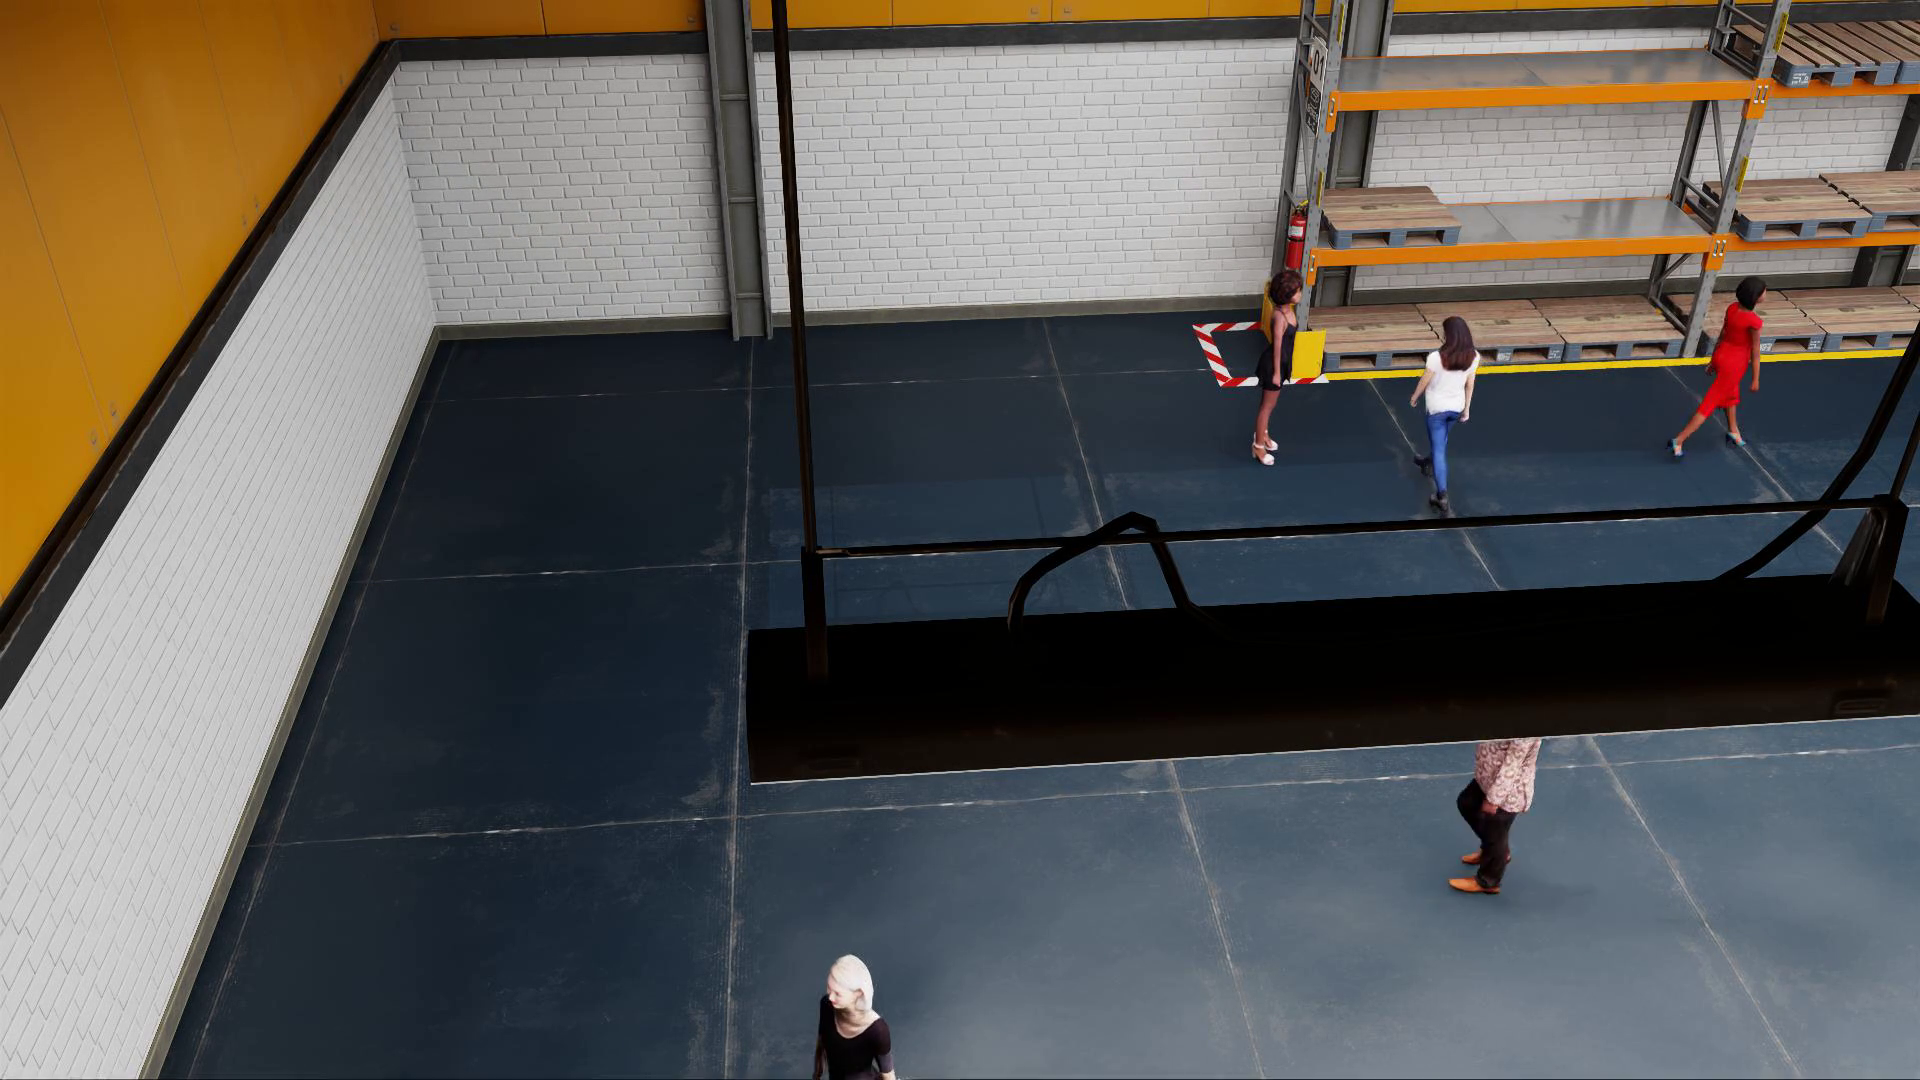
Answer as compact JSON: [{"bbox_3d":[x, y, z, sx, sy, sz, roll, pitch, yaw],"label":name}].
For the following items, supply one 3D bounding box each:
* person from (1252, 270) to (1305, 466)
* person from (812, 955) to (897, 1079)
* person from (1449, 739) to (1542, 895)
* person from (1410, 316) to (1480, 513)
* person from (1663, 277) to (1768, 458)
[{"bbox_3d":[2.752,-1.515,14.499,0.654,1.788,0.644,10,35,15],"label":"person"},{"bbox_3d":[-0.440,2.668,8.180,0.768,1.816,0.826,26,42,34],"label":"person"},{"bbox_3d":[3.369,1.453,10.028,0.716,1.795,0.751,6,34,8],"label":"person"},{"bbox_3d":[4.064,-1.010,13.879,1.069,1.633,0.794,-8,34,-11],"label":"person"},{"bbox_3d":[6.609,-1.443,14.476,1.127,1.694,0.688,-7,34,-10],"label":"person"}]
